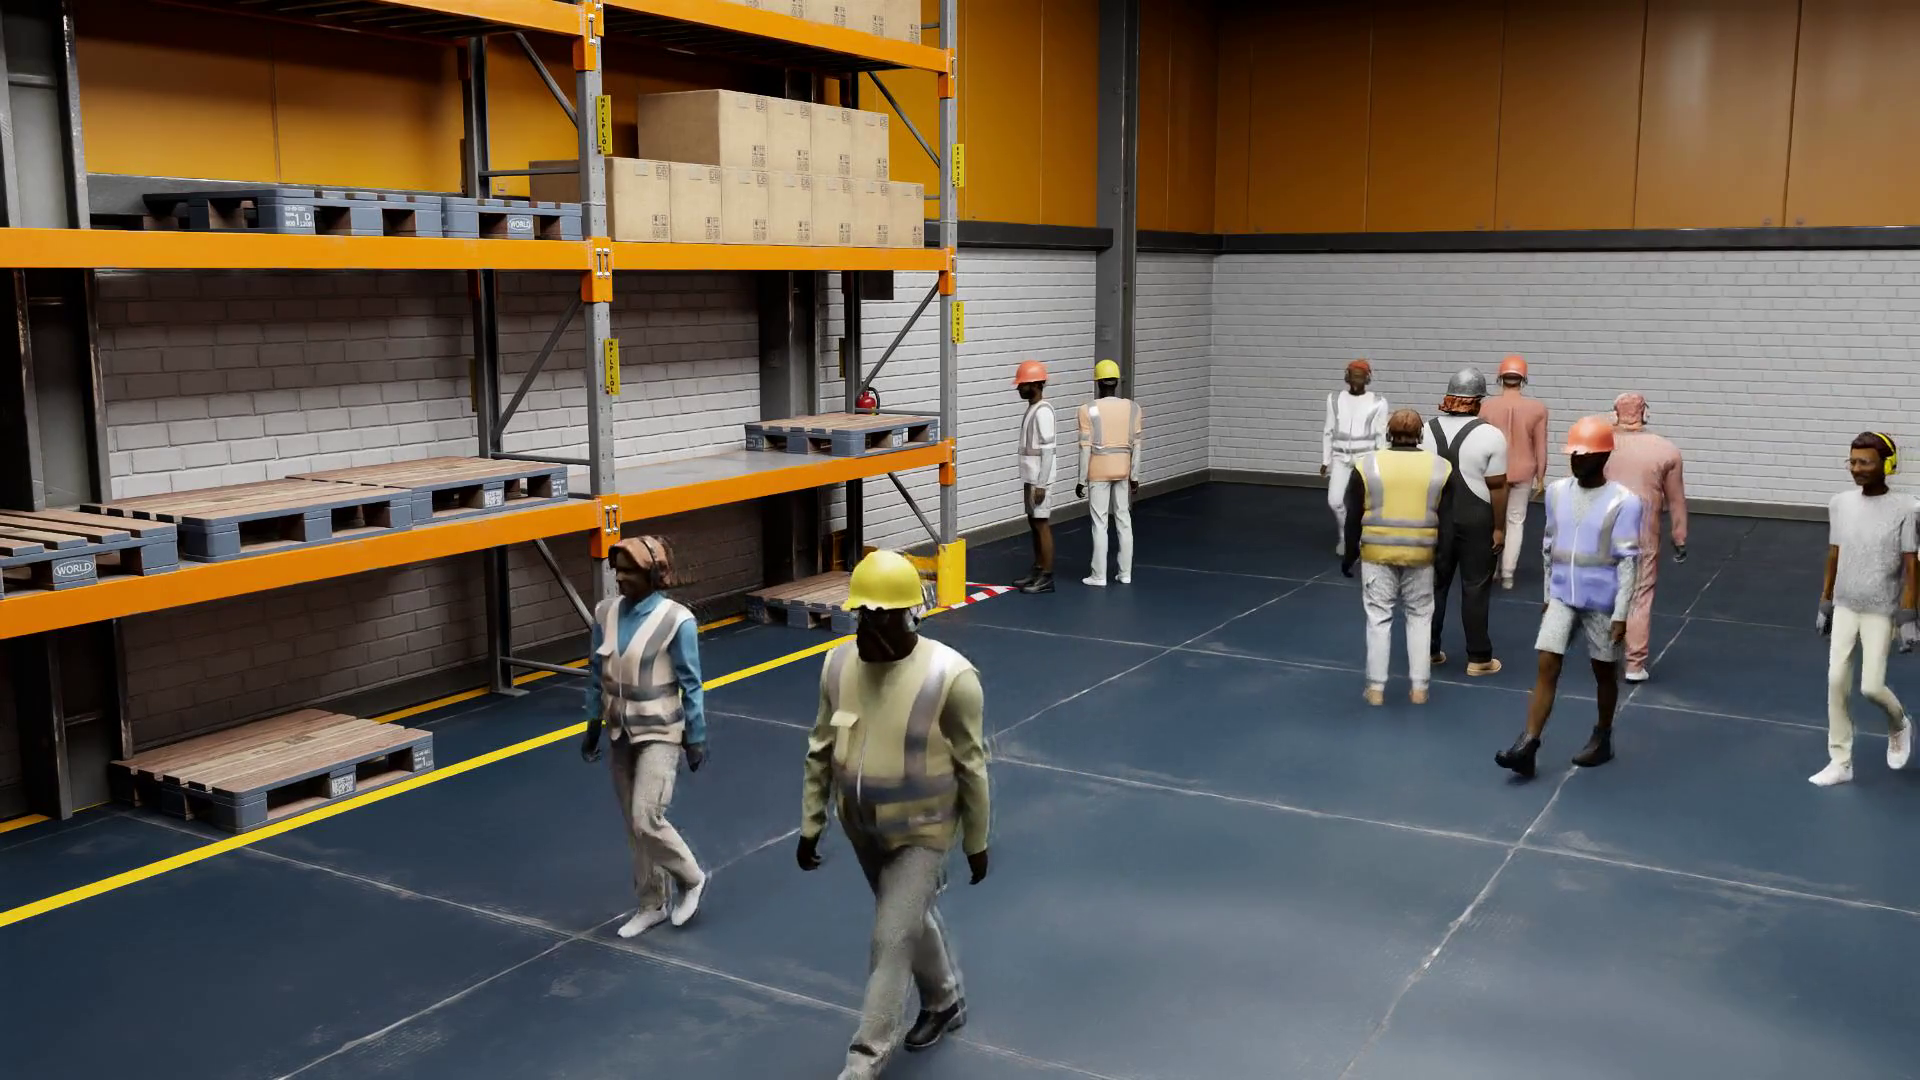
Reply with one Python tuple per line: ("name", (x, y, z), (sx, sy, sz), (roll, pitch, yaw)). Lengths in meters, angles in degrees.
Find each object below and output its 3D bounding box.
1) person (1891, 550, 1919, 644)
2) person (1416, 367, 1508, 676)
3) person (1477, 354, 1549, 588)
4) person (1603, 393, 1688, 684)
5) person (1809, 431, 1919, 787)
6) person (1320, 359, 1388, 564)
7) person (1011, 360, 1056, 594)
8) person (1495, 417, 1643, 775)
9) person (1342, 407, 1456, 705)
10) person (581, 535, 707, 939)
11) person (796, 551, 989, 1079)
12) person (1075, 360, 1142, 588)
("person", (6.879, -0.190, 11.561), (0.630, 1.985, 1.077), (-6, 11, -32))
("person", (3.341, -0.134, 11.055), (0.677, 2.000, 0.536), (8, 12, 42))
("person", (4.583, -0.556, 13.884), (0.620, 1.978, 0.532), (3, 10, 18))
("person", (4.368, -0.028, 10.934), (0.778, 1.860, 0.749), (4, 10, 22))
("person", (4.708, 0.357, 8.582), (0.580, 1.851, 0.537), (-5, 11, -30))
("person", (3.594, -0.715, 15.205), (0.611, 1.871, 0.413), (5, 10, 26))
("person", (0.602, -0.519, 13.788), (0.378, 1.932, 0.551), (-1, 9, -9))
("person", (3.210, 0.315, 8.689), (0.964, 1.894, 0.575), (-8, 12, -41))
("person", (2.680, 0.107, 10.180), (0.641, 1.840, 0.429), (1, 9, 8))
("person", (-1.270, 0.786, 6.598), (0.523, 1.626, 0.367), (7, 11, 36))
("person", (-0.227, 0.907, 5.386), (0.612, 1.780, 0.946), (6, 11, 35))
("person", (1.244, -0.560, 14.077), (0.593, 1.922, 0.384), (-4, 10, -22))
